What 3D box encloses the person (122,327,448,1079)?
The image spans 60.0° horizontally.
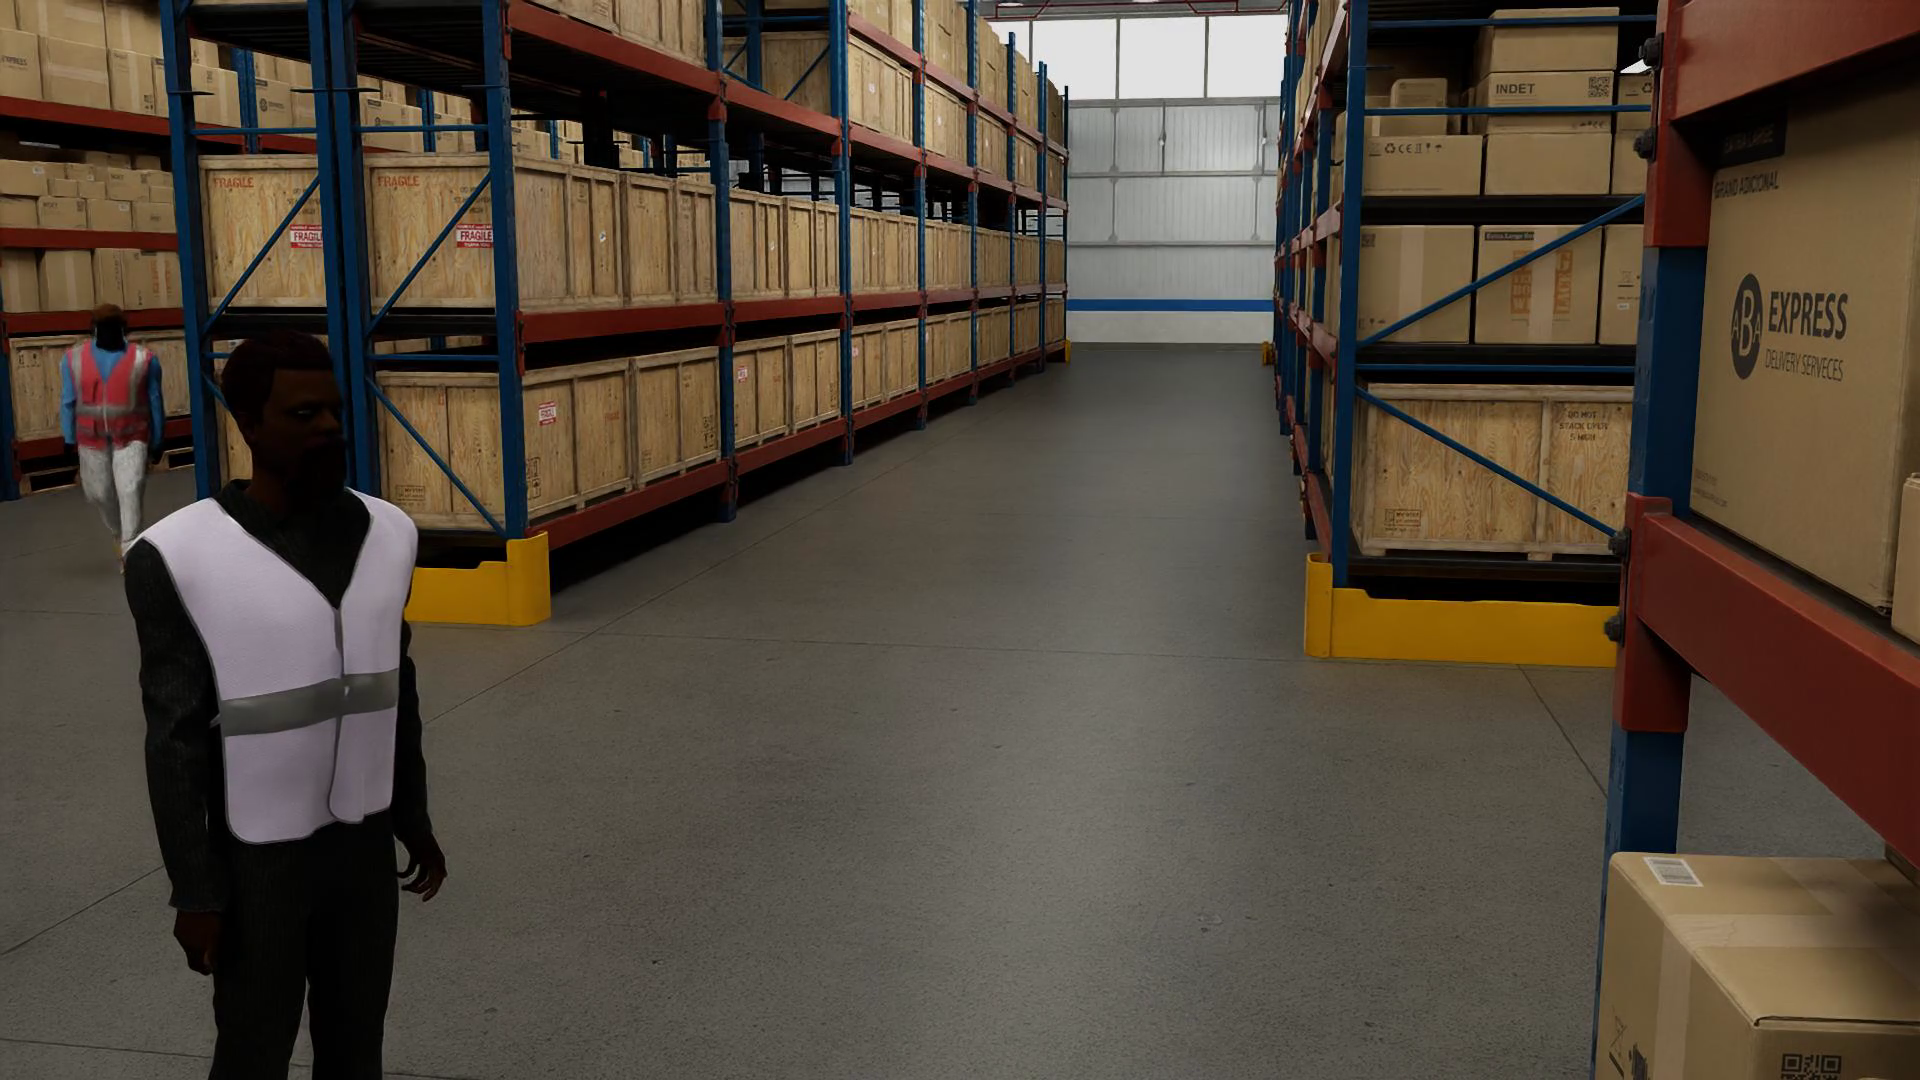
[{"bbox_3d":[-1.251,0.562,3.167,0.391,1.922,0.593,5,10,29],"label":"person"}]

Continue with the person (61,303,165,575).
[{"bbox_3d":[-5.730,-0.701,11.306,0.626,1.820,0.711,-2,9,-14],"label":"person"}]
